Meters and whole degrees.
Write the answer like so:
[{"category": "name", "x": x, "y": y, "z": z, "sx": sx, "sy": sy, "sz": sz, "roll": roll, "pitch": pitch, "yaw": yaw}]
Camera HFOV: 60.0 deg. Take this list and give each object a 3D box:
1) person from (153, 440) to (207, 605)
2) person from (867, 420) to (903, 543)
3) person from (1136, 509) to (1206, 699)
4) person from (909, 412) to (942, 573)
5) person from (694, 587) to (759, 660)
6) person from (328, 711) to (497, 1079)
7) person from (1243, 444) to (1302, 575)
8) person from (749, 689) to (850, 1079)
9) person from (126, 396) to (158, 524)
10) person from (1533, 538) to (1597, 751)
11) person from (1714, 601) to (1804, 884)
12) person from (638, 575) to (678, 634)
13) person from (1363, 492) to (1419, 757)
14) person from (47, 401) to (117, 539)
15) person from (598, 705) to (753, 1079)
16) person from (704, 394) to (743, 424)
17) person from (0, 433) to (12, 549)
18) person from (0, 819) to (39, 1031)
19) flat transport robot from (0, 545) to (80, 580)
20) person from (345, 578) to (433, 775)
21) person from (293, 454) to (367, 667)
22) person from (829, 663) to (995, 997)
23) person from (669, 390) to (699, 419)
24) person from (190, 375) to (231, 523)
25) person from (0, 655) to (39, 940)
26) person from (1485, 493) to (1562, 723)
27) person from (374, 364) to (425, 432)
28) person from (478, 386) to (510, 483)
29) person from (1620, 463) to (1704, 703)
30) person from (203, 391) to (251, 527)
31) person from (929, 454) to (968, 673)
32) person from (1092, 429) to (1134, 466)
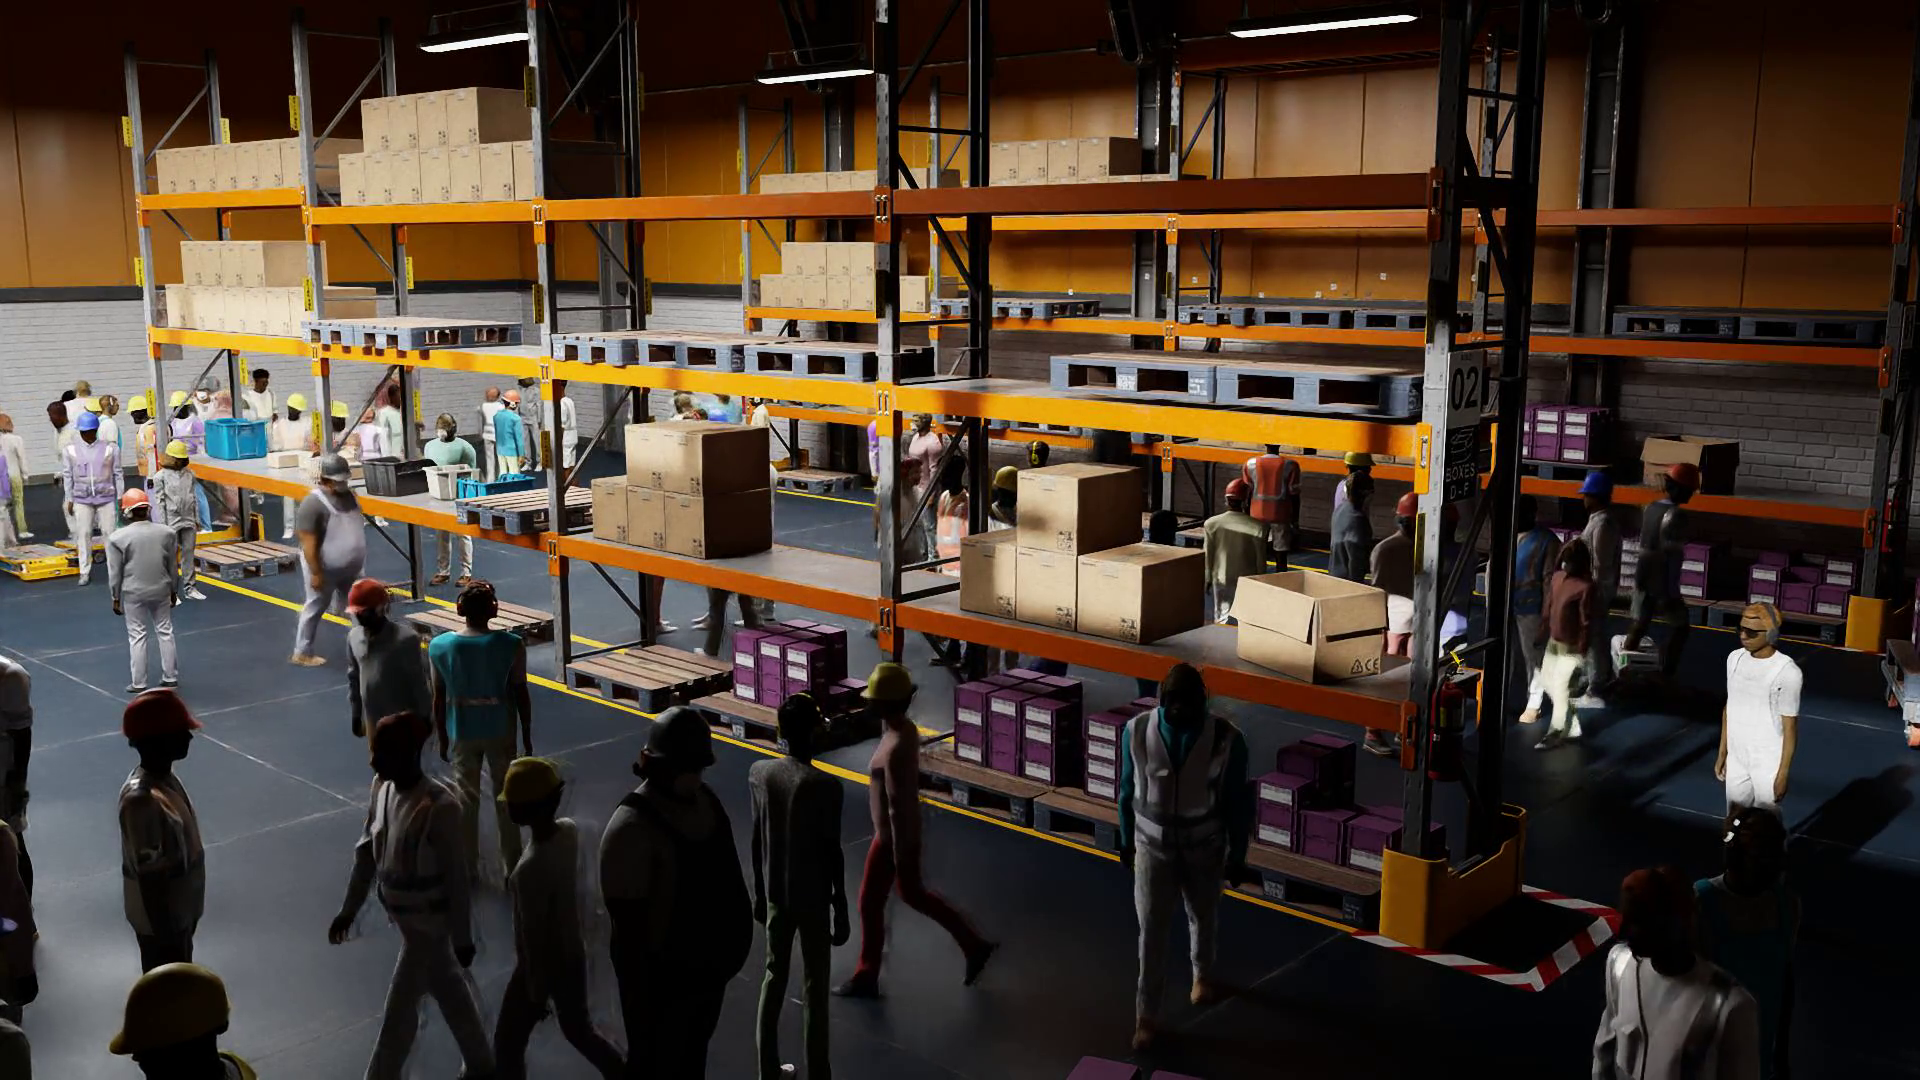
[{"category": "person", "x": -8.268, "y": -0.192, "z": 17.635, "sx": 0.305, "sy": 1.738, "sz": 0.484, "roll": 5, "pitch": 11, "yaw": 28}, {"category": "person", "x": -0.917, "y": -0.914, "z": 21.199, "sx": 0.391, "sy": 1.925, "sz": 0.550, "roll": 9, "pitch": 13, "yaw": 42}, {"category": "person", "x": 1.468, "y": 0.717, "z": 11.988, "sx": 0.590, "sy": 1.916, "sz": 0.386, "roll": 5, "pitch": 11, "yaw": 27}, {"category": "person", "x": -0.416, "y": -0.546, "z": 19.068, "sx": 0.372, "sy": 1.940, "sz": 0.631, "roll": -5, "pitch": 11, "yaw": -25}, {"category": "person", "x": -2.090, "y": 0.217, "z": 14.910, "sx": 0.617, "sy": 1.876, "sz": 0.893, "roll": -10, "pitch": 14, "yaw": -43}, {"category": "person", "x": -2.395, "y": 1.631, "z": 7.040, "sx": 0.987, "sy": 1.833, "sz": 0.594, "roll": -9, "pitch": 13, "yaw": -41}, {"category": "person", "x": 3.228, "y": -0.236, "z": 17.233, "sx": 0.611, "sy": 1.966, "sz": 0.362, "roll": 4, "pitch": 11, "yaw": 20}, {"category": "person", "x": -0.705, "y": 1.577, "z": 7.308, "sx": 0.505, "sy": 1.861, "sz": 0.329, "roll": 6, "pitch": 12, "yaw": 29}, {"category": "person", "x": -10.199, "y": -0.856, "z": 20.900, "sx": 0.398, "sy": 1.913, "sz": 0.591, "roll": -6, "pitch": 12, "yaw": -32}, {"category": "person", "x": 4.506, "y": 0.776, "z": 12.464, "sx": 0.397, "sy": 1.616, "sz": 0.560, "roll": -2, "pitch": 10, "yaw": -13}, {"category": "person", "x": 4.432, "y": 1.238, "z": 9.280, "sx": 0.349, "sy": 1.838, "sz": 0.505, "roll": -3, "pitch": 11, "yaw": -19}, {"category": "person", "x": -3.005, "y": -0.029, "z": 16.239, "sx": 0.402, "sy": 1.909, "sz": 0.599, "roll": -6, "pitch": 12, "yaw": -31}, {"category": "person", "x": 3.309, "y": 0.620, "z": 12.356, "sx": 0.619, "sy": 1.986, "sz": 0.410, "roll": -6, "pitch": 11, "yaw": -29}, {"category": "person", "x": -10.992, "y": -0.815, "z": 20.815, "sx": 0.785, "sy": 1.883, "sz": 0.650, "roll": -10, "pitch": 14, "yaw": -44}, {"category": "person", "x": -1.068, "y": 1.624, "z": 6.508, "sx": 0.536, "sy": 2.000, "sz": 0.682, "roll": 4, "pitch": 11, "yaw": 21}, {"category": "person", "x": -3.244, "y": -1.263, "z": 22.993, "sx": 0.633, "sy": 1.987, "sz": 1.067, "roll": -6, "pitch": 12, "yaw": -31}, {"category": "person", "x": -11.468, "y": -0.504, "z": 19.700, "sx": 0.527, "sy": 1.631, "sz": 0.321, "roll": 3, "pitch": 10, "yaw": 16}, {"category": "person", "x": -3.984, "y": 1.693, "z": 6.691, "sx": 0.634, "sy": 1.839, "sz": 0.429, "roll": 2, "pitch": 10, "yaw": 12}, {"category": "flat transport robot", "x": -10.777, "y": 0.242, "z": 19.326, "sx": 1.431, "sy": 0.197, "sz": 0.652, "roll": 9, "pitch": 13, "yaw": 41}, {"category": "person", "x": -3.599, "y": 1.075, "z": 10.471, "sx": 0.590, "sy": 1.730, "sz": 0.458, "roll": 5, "pitch": 11, "yaw": 25}, {"category": "person", "x": -5.546, "y": 0.165, "z": 14.756, "sx": 1.048, "sy": 2.000, "sz": 0.739, "roll": 5, "pitch": 11, "yaw": 25}, {"category": "person", "x": -0.254, "y": 1.457, "z": 8.308, "sx": 0.781, "sy": 1.746, "sz": 0.528, "roll": 1, "pitch": 10, "yaw": 8}, {"category": "person", "x": -4.328, "y": -1.693, "z": 26.147, "sx": 0.480, "sy": 1.722, "sz": 0.469, "roll": -2, "pitch": 10, "yaw": -9}, {"category": "person", "x": -10.270, "y": -1.236, "z": 22.679, "sx": 0.676, "sy": 2.000, "sz": 0.536, "roll": -4, "pitch": 11, "yaw": -19}, {"category": "person", "x": -5.235, "y": 1.242, "z": 8.881, "sx": 0.603, "sy": 1.966, "sz": 0.367, "roll": 2, "pitch": 10, "yaw": 10}, {"category": "person", "x": 4.463, "y": 0.533, "z": 13.283, "sx": 0.431, "sy": 1.835, "sz": 0.623, "roll": -8, "pitch": 13, "yaw": -40}, {"category": "person", "x": -9.025, "y": -1.891, "z": 26.802, "sx": 0.764, "sy": 1.896, "sz": 0.399, "roll": -8, "pitch": 13, "yaw": -37}, {"category": "person", "x": -7.173, "y": -1.579, "z": 25.794, "sx": 0.546, "sy": 1.609, "sz": 0.701, "roll": 1, "pitch": 10, "yaw": 3}, {"category": "person", "x": 5.846, "y": 0.353, "z": 13.775, "sx": 0.716, "sy": 2.001, "sz": 0.645, "roll": -2, "pitch": 10, "yaw": -9}, {"category": "person", "x": -9.730, "y": -1.049, "z": 22.137, "sx": 0.906, "sy": 1.870, "sz": 0.635, "roll": 4, "pitch": 11, "yaw": 21}, {"category": "person", "x": -0.027, "y": 0.199, "z": 14.784, "sx": 0.368, "sy": 1.963, "sz": 0.609, "roll": -5, "pitch": 11, "yaw": -28}, {"category": "person", "x": 1.851, "y": -0.702, "z": 19.856, "sx": 0.444, "sy": 1.979, "sz": 0.615, "roll": 9, "pitch": 13, "yaw": 41}]
